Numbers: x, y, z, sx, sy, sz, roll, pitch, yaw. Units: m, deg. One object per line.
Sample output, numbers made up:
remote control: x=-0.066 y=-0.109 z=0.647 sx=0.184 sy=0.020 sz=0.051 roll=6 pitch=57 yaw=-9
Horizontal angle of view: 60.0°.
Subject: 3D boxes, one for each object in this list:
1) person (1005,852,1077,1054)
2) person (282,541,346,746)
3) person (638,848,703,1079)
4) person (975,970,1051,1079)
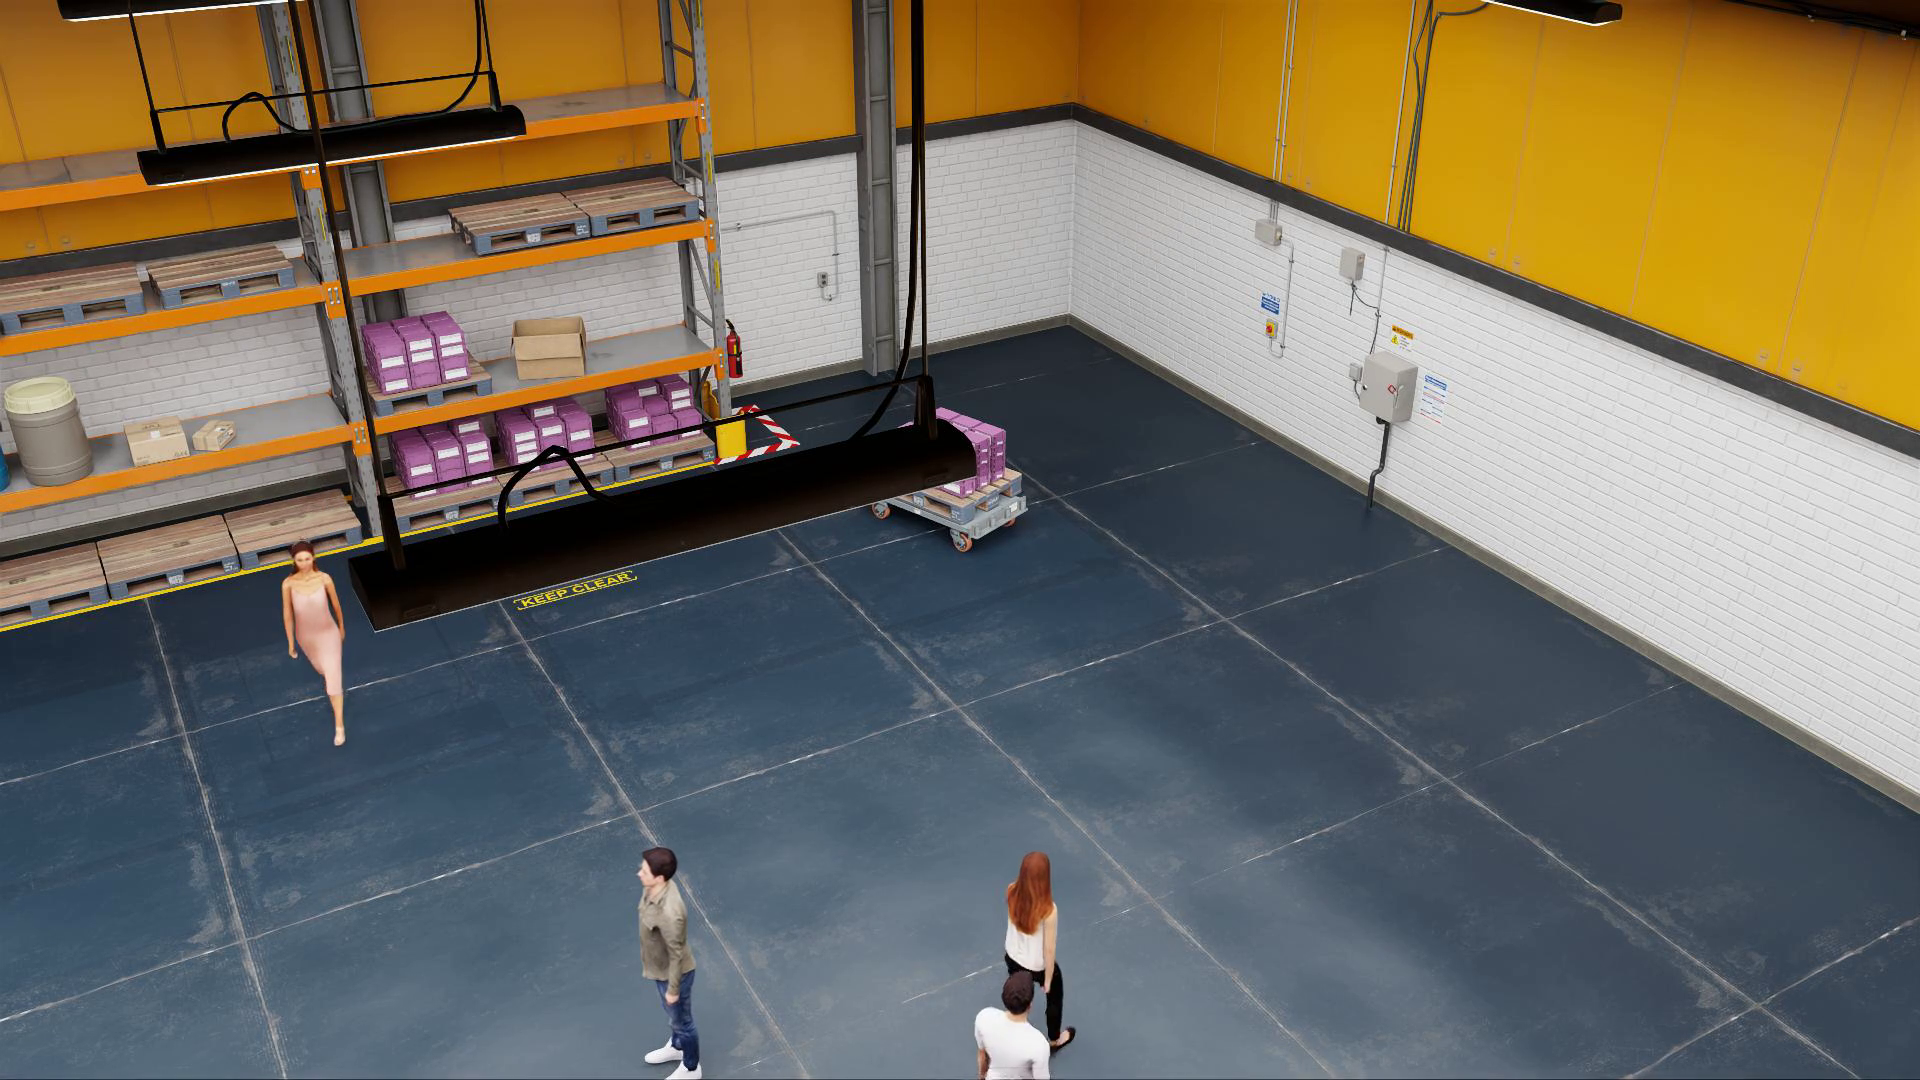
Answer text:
person: x=0.408 y=2.737 z=10.689 sx=0.729 sy=1.709 sz=0.832 roll=21 pitch=35 yaw=34
person: x=-5.472 y=0.789 z=14.179 sx=1.112 sy=1.787 sz=0.889 roll=-6 pitch=29 yaw=-11
person: x=-1.832 y=2.705 z=10.586 sx=0.635 sy=1.864 sz=0.730 roll=-11 pitch=31 yaw=-20
person: x=0.259 y=3.263 z=9.601 sx=1.020 sy=1.828 sz=1.217 roll=17 pitch=33 yaw=28
